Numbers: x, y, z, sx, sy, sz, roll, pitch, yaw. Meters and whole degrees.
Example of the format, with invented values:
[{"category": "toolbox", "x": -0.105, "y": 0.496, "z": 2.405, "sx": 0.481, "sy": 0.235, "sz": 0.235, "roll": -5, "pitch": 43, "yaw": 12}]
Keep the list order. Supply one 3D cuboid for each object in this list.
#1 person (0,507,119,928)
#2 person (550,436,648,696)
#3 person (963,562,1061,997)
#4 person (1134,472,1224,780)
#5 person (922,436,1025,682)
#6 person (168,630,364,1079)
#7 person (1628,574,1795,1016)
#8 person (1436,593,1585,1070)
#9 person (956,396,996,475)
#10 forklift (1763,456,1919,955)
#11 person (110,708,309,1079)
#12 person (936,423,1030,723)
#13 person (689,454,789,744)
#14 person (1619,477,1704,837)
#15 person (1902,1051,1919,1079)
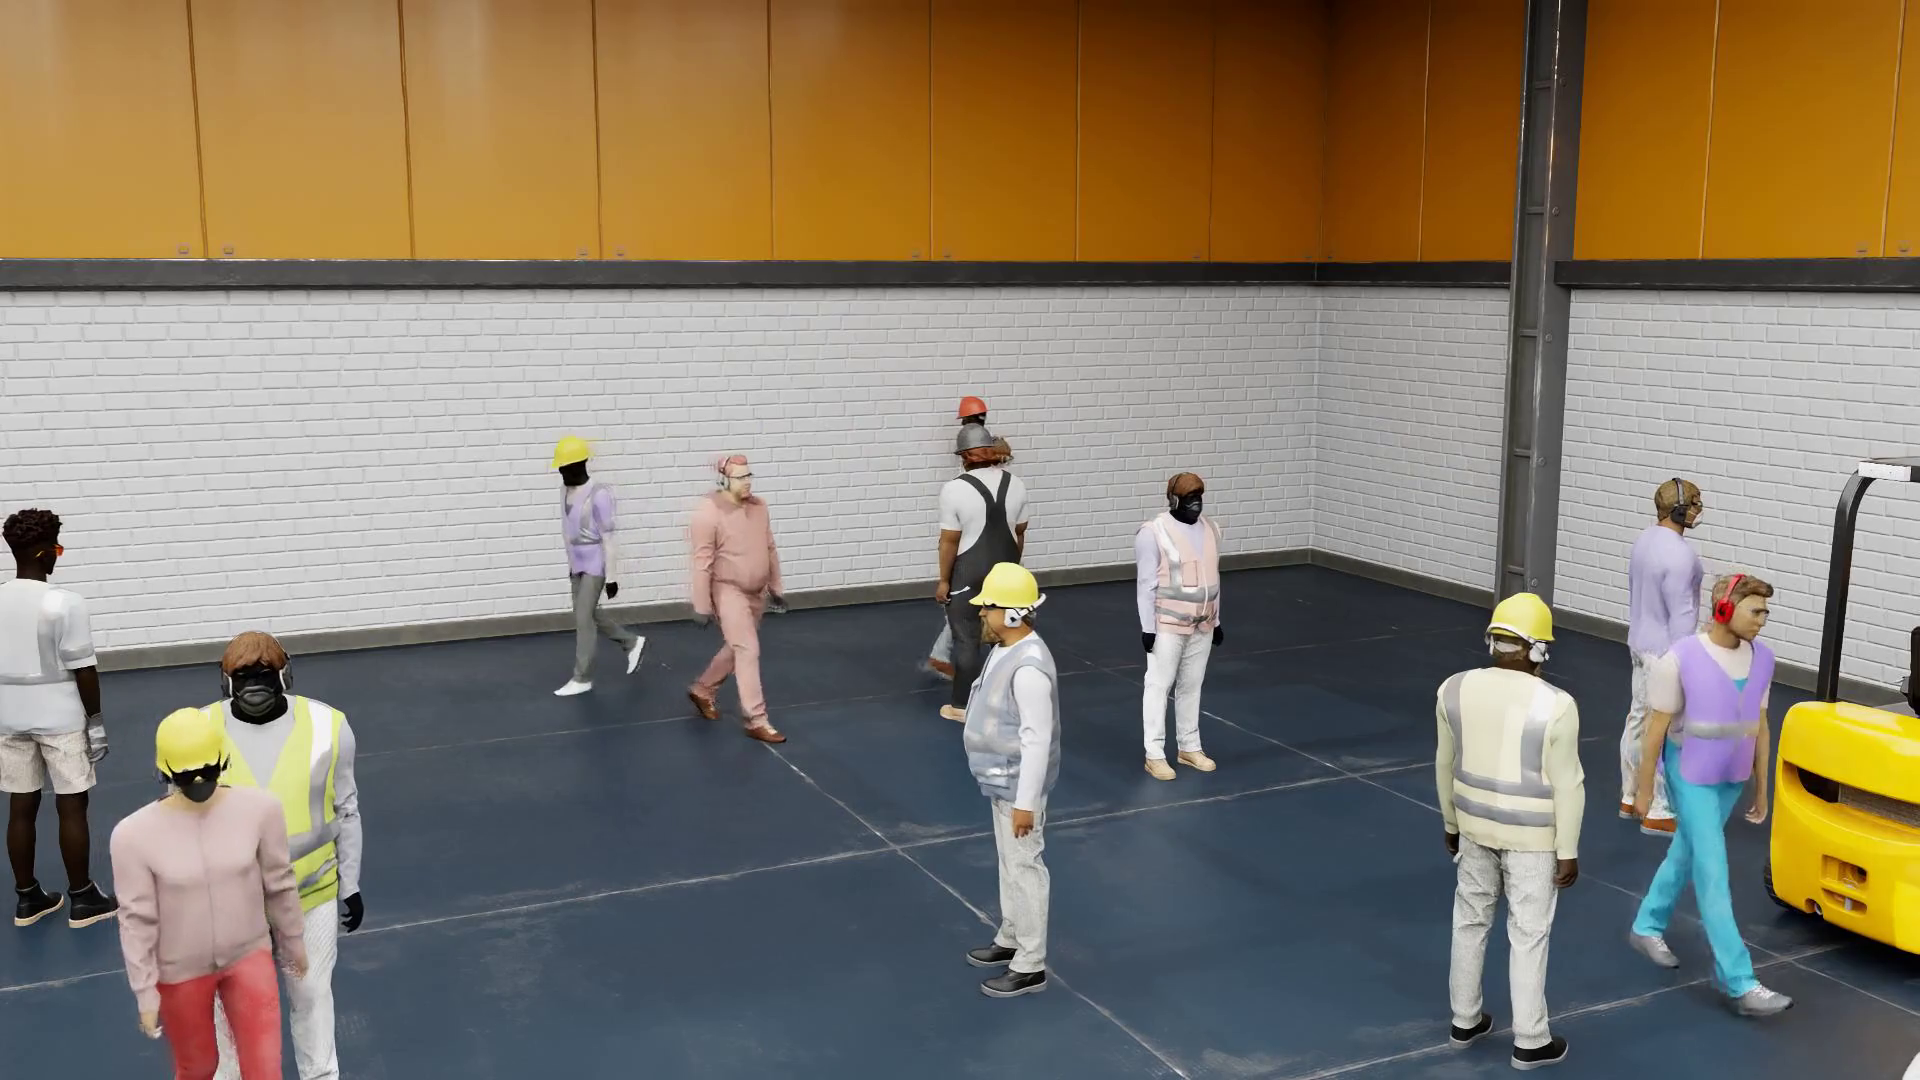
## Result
[{"category": "person", "x": -4.228, "y": 0.824, "z": 7.687, "sx": 0.607, "sy": 1.966, "sz": 0.367, "roll": 1, "pitch": 9, "yaw": 8}, {"category": "person", "x": -2.609, "y": 0.169, "z": 12.007, "sx": 0.716, "sy": 1.889, "sz": 0.609, "roll": -8, "pitch": 12, "yaw": -41}, {"category": "person", "x": 0.216, "y": 0.999, "z": 7.010, "sx": 0.404, "sy": 1.835, "sz": 0.590, "roll": -1, "pitch": 9, "yaw": -7}, {"category": "person", "x": 1.345, "y": 0.508, "z": 10.033, "sx": 0.621, "sy": 1.845, "sz": 0.429, "roll": -6, "pitch": 11, "yaw": -32}, {"category": "person", "x": 0.158, "y": 0.167, "z": 12.077, "sx": 0.991, "sy": 1.881, "sz": 0.706, "roll": 4, "pitch": 10, "yaw": 21}, {"category": "person", "x": -2.350, "y": 1.212, "z": 5.665, "sx": 0.622, "sy": 1.845, "sz": 0.429, "roll": -4, "pitch": 10, "yaw": -25}, {"category": "person", "x": 3.181, "y": 1.030, "z": 6.969, "sx": 0.588, "sy": 1.781, "sz": 0.978, "roll": -3, "pitch": 10, "yaw": -20}, {"category": "person", "x": 2.115, "y": 1.106, "z": 6.381, "sx": 0.403, "sy": 1.825, "sz": 0.586, "roll": -9, "pitch": 12, "yaw": -43}, {"category": "person", "x": 0.137, "y": -0.330, "z": 14.955, "sx": 0.365, "sy": 1.932, "sz": 0.543, "roll": 4, "pitch": 10, "yaw": 23}, {"category": "forklift", "x": 4.857, "y": 0.731, "z": 7.561, "sx": 2.313, "sy": 2.155, "sz": 1.214, "roll": -4, "pitch": 10, "yaw": -25}, {"category": "person", "x": -2.379, "y": 1.336, "z": 5.299, "sx": 0.548, "sy": 1.729, "sz": 0.810, "roll": -7, "pitch": 11, "yaw": -37}, {"category": "person", "x": 0.098, "y": 0.207, "z": 11.286, "sx": 0.678, "sy": 2.000, "sz": 0.537, "roll": -6, "pitch": 11, "yaw": -33}, {"category": "person", "x": -1.491, "y": 0.351, "z": 10.931, "sx": 0.912, "sy": 1.872, "sz": 0.642, "roll": 5, "pitch": 11, "yaw": 30}, {"category": "person", "x": 3.819, "y": 0.624, "z": 9.016, "sx": 0.373, "sy": 1.940, "sz": 0.629, "roll": 0, "pitch": 9, "yaw": 0}, {"category": "person", "x": 1.886, "y": 1.605, "z": 3.133, "sx": 0.331, "sy": 1.874, "sz": 0.519, "roll": 4, "pitch": 10, "yaw": 22}]
